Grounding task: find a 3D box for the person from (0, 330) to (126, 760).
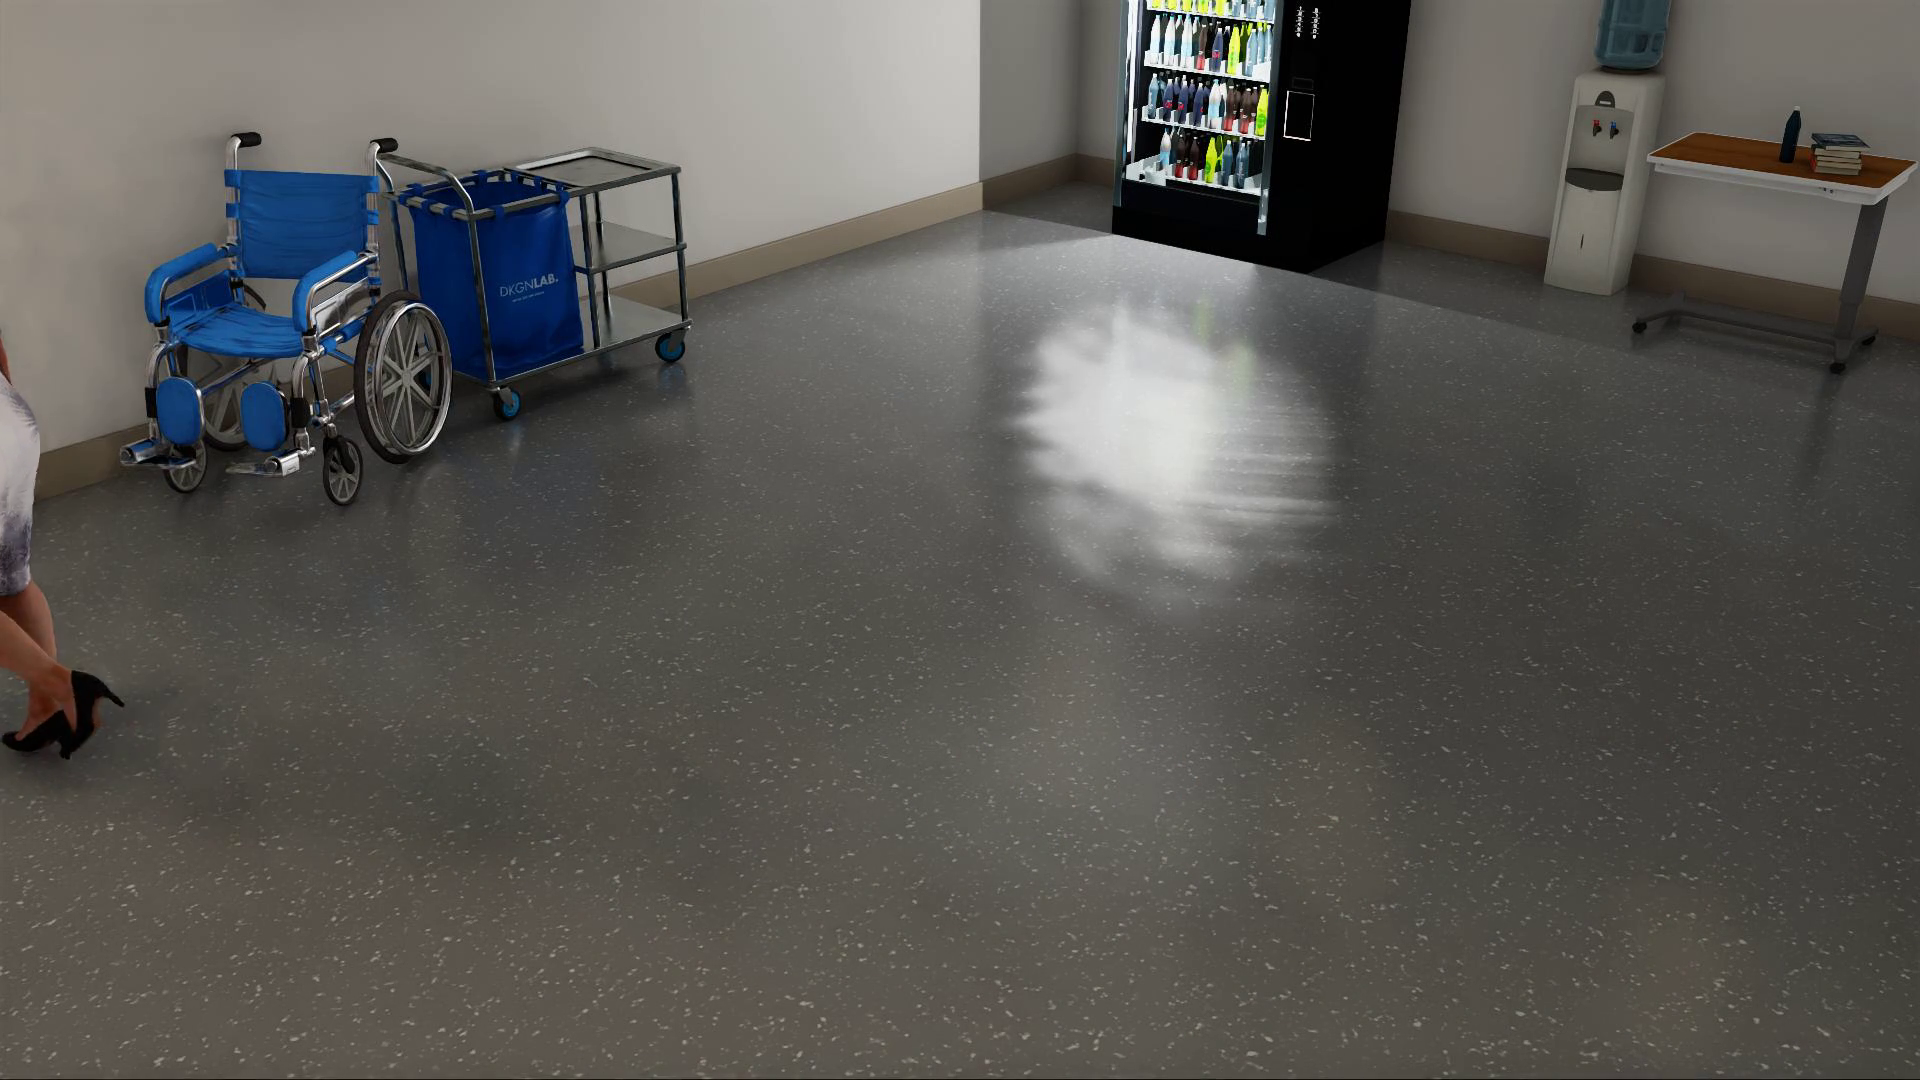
[{"bbox_3d":[-2.355,-0.184,4.041,0.806,1.736,0.729,6,26,12],"label":"person"}]
